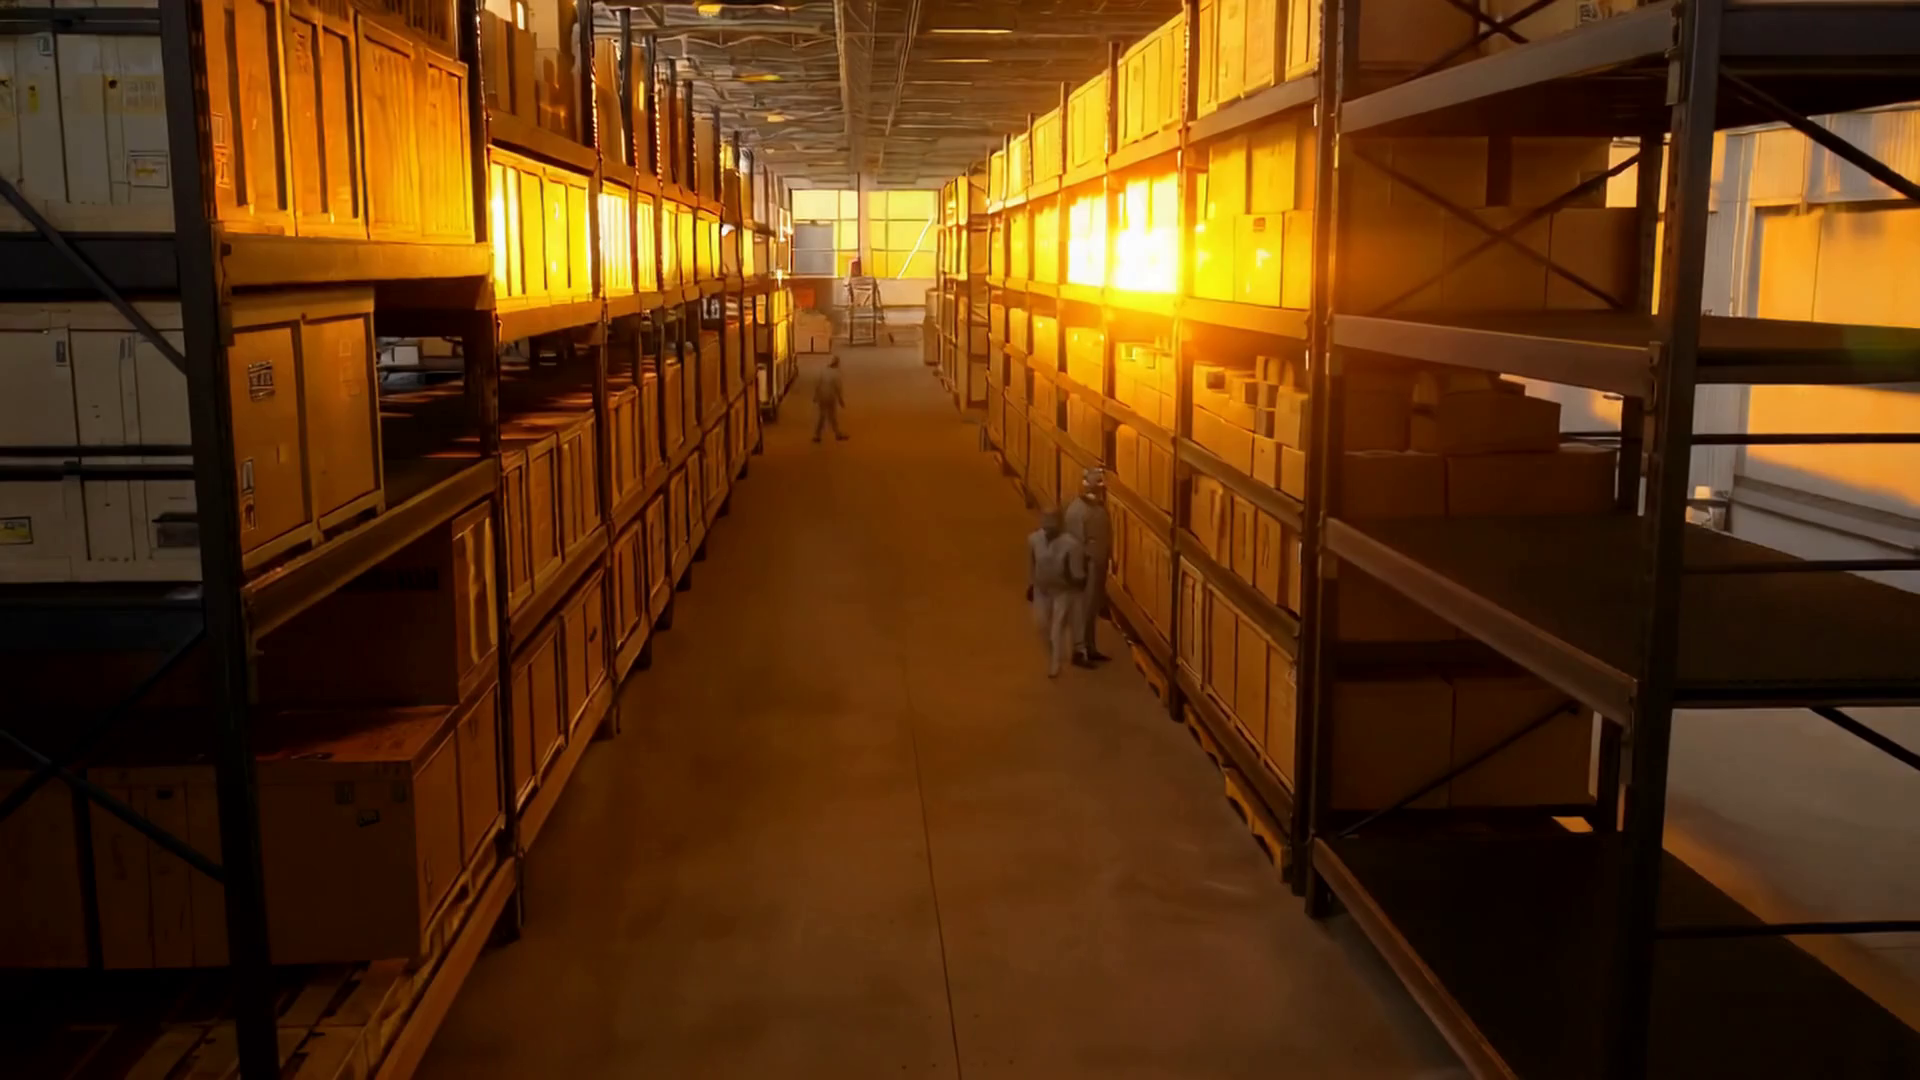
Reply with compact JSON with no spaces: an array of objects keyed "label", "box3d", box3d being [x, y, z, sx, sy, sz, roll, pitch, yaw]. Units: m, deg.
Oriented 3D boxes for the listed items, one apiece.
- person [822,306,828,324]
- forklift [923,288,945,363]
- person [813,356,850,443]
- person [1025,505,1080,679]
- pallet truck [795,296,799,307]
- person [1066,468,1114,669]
[{"label":"person","box3d":[-6.584,-10.558,81.117,0.334,1.686,0.537,-3,10,-19]},{"label":"forklift","box3d":[-0.840,-8.204,63.475,1.129,2.768,1.873,-1,10,-3]},{"label":"person","box3d":[-2.734,-2.986,35.453,1.030,1.828,0.654,-7,12,-37]},{"label":"person","box3d":[0.873,0.460,15.476,0.519,1.621,0.486,3,10,17]},{"label":"pallet truck","box3d":[-8.622,-12.439,91.403,1.885,1.965,0.823,2,10,13]},{"label":"person","box3d":[1.263,0.256,15.844,0.407,1.906,0.655,5,11,26]}]
